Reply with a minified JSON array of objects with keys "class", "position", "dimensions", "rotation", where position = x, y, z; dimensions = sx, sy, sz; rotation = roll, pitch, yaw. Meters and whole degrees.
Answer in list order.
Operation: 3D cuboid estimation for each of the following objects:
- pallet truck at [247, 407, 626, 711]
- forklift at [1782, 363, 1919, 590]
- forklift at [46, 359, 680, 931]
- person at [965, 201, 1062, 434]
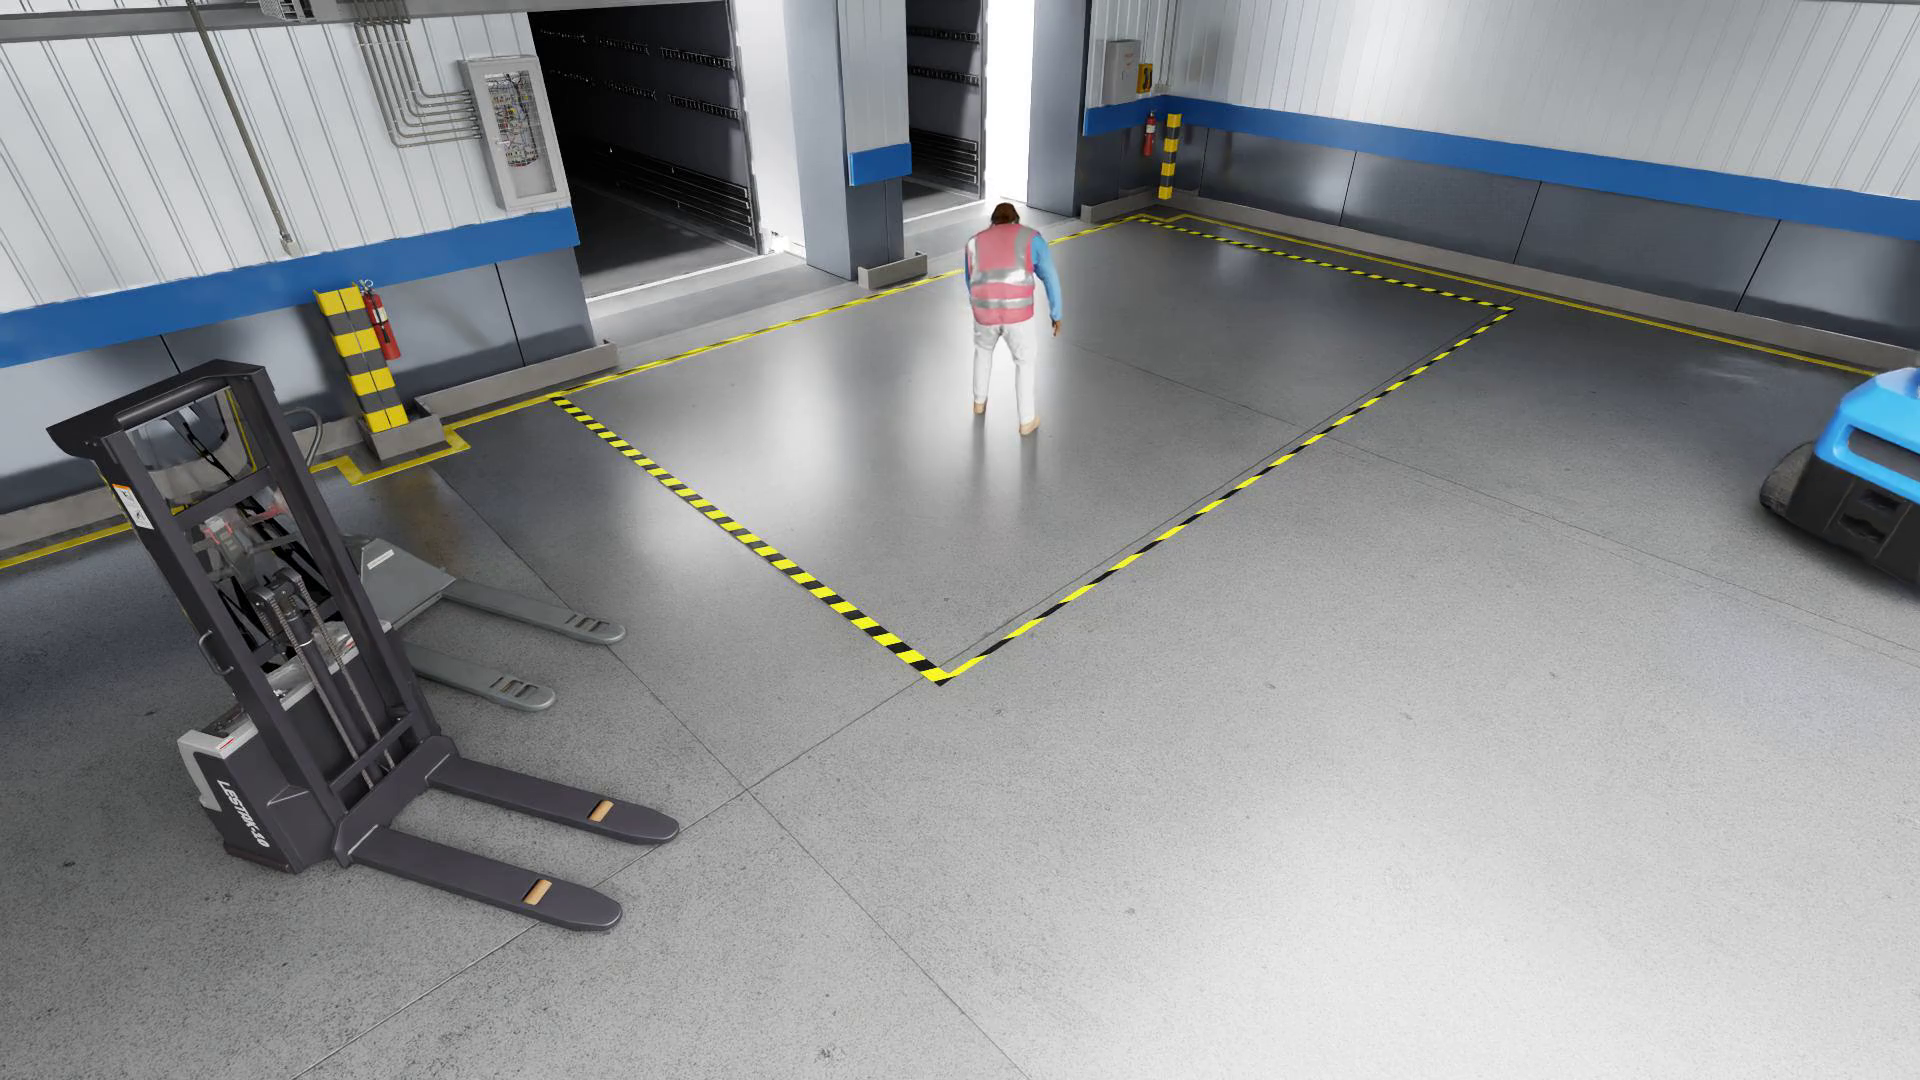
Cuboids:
[{"class":"pallet truck","position":[-2.628,0.038,4.590],"dimensions":[1.601,1.201,0.680],"rotation":[12,36,18]},{"class":"forklift","position":[6.363,-0.938,5.037],"dimensions":[2.680,2.036,1.157],"rotation":[-10,35,-14]},{"class":"forklift","position":[-2.135,0.422,3.354],"dimensions":[1.885,1.965,0.823],"rotation":[10,35,14]},{"class":"person","position":[0.395,-1.655,6.840],"dimensions":[0.753,1.529,0.833],"rotation":[7,35,10]}]
